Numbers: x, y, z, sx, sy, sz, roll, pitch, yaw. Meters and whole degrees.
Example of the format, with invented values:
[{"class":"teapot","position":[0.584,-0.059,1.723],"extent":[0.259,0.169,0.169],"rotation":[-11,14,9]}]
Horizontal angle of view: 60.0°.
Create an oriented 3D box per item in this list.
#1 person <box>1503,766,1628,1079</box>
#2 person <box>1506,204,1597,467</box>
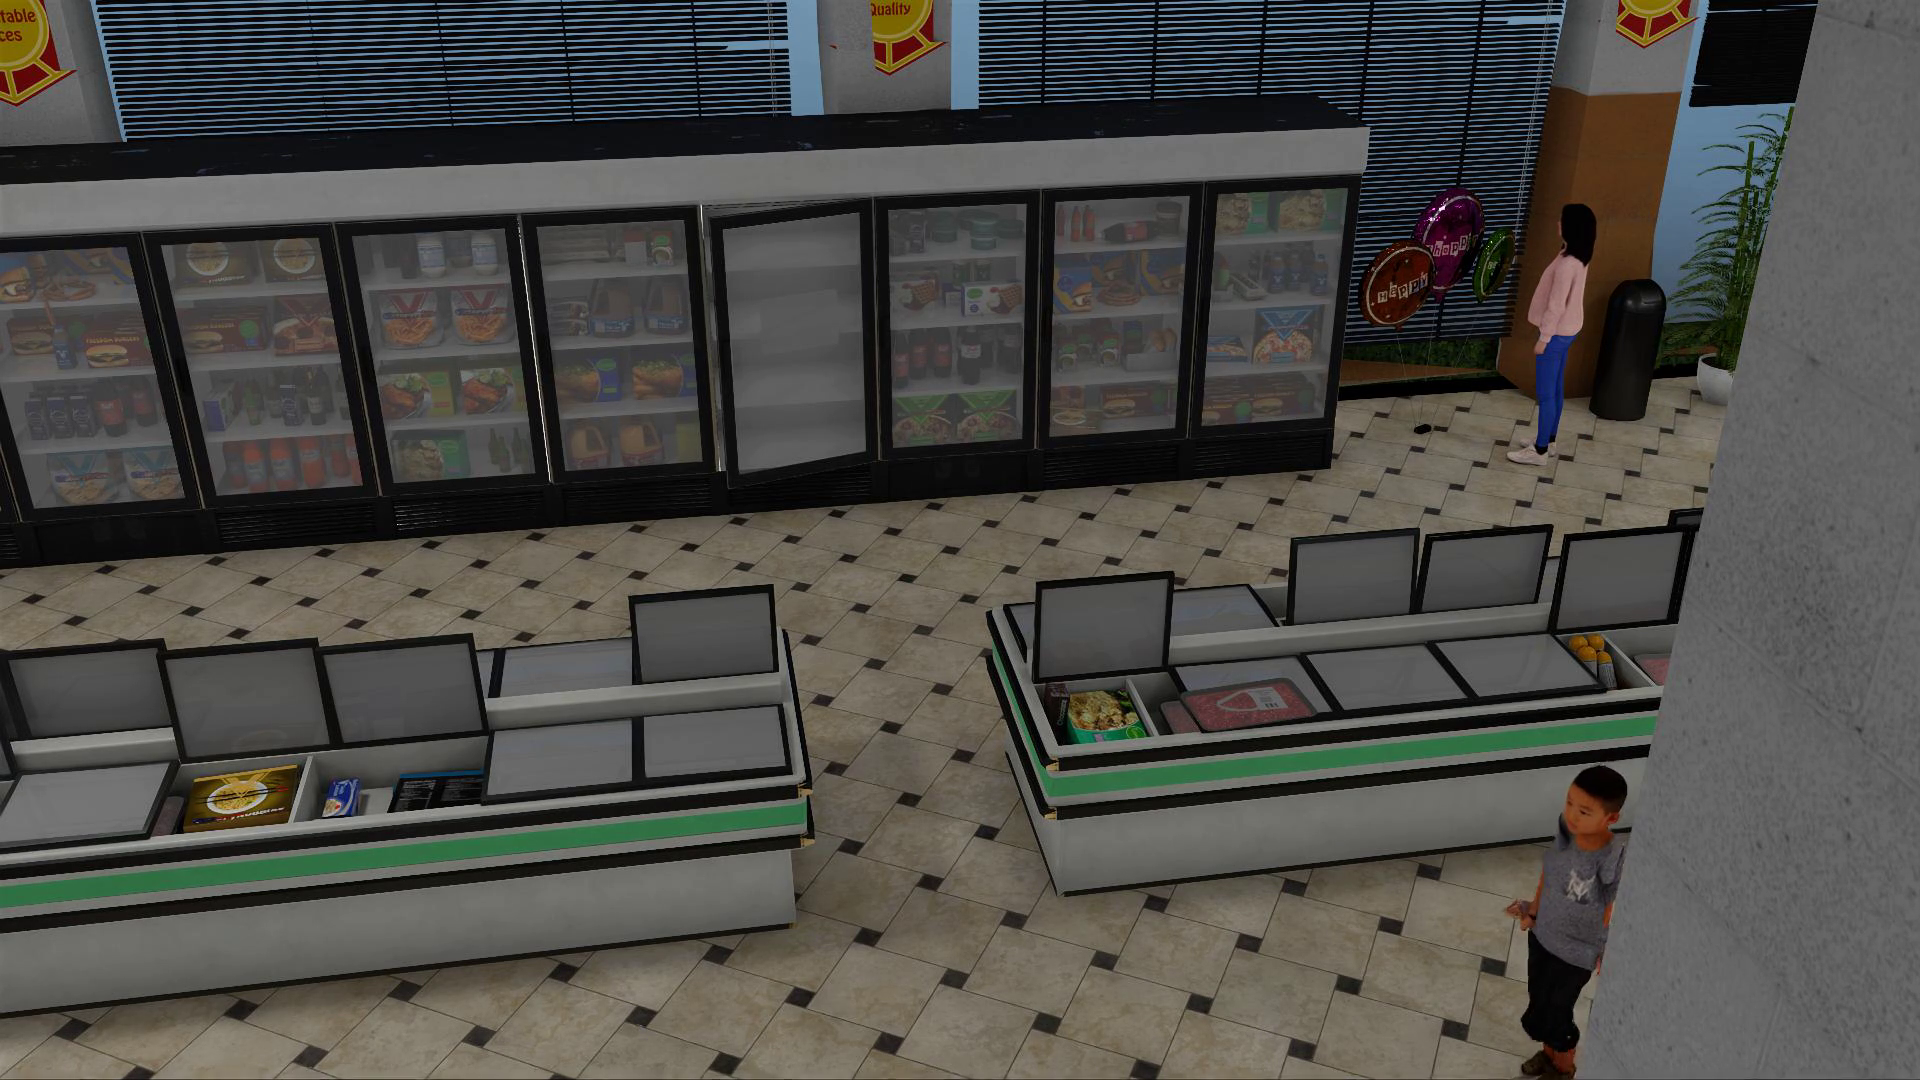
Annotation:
[{"class":"person","position":[2.248,1.359,5.984],"extent":[0.620,1.443,0.617],"rotation":[-10,29,-19]},{"class":"person","position":[3.941,-1.349,10.964],"extent":[0.770,1.770,0.712],"rotation":[17,32,30]}]
